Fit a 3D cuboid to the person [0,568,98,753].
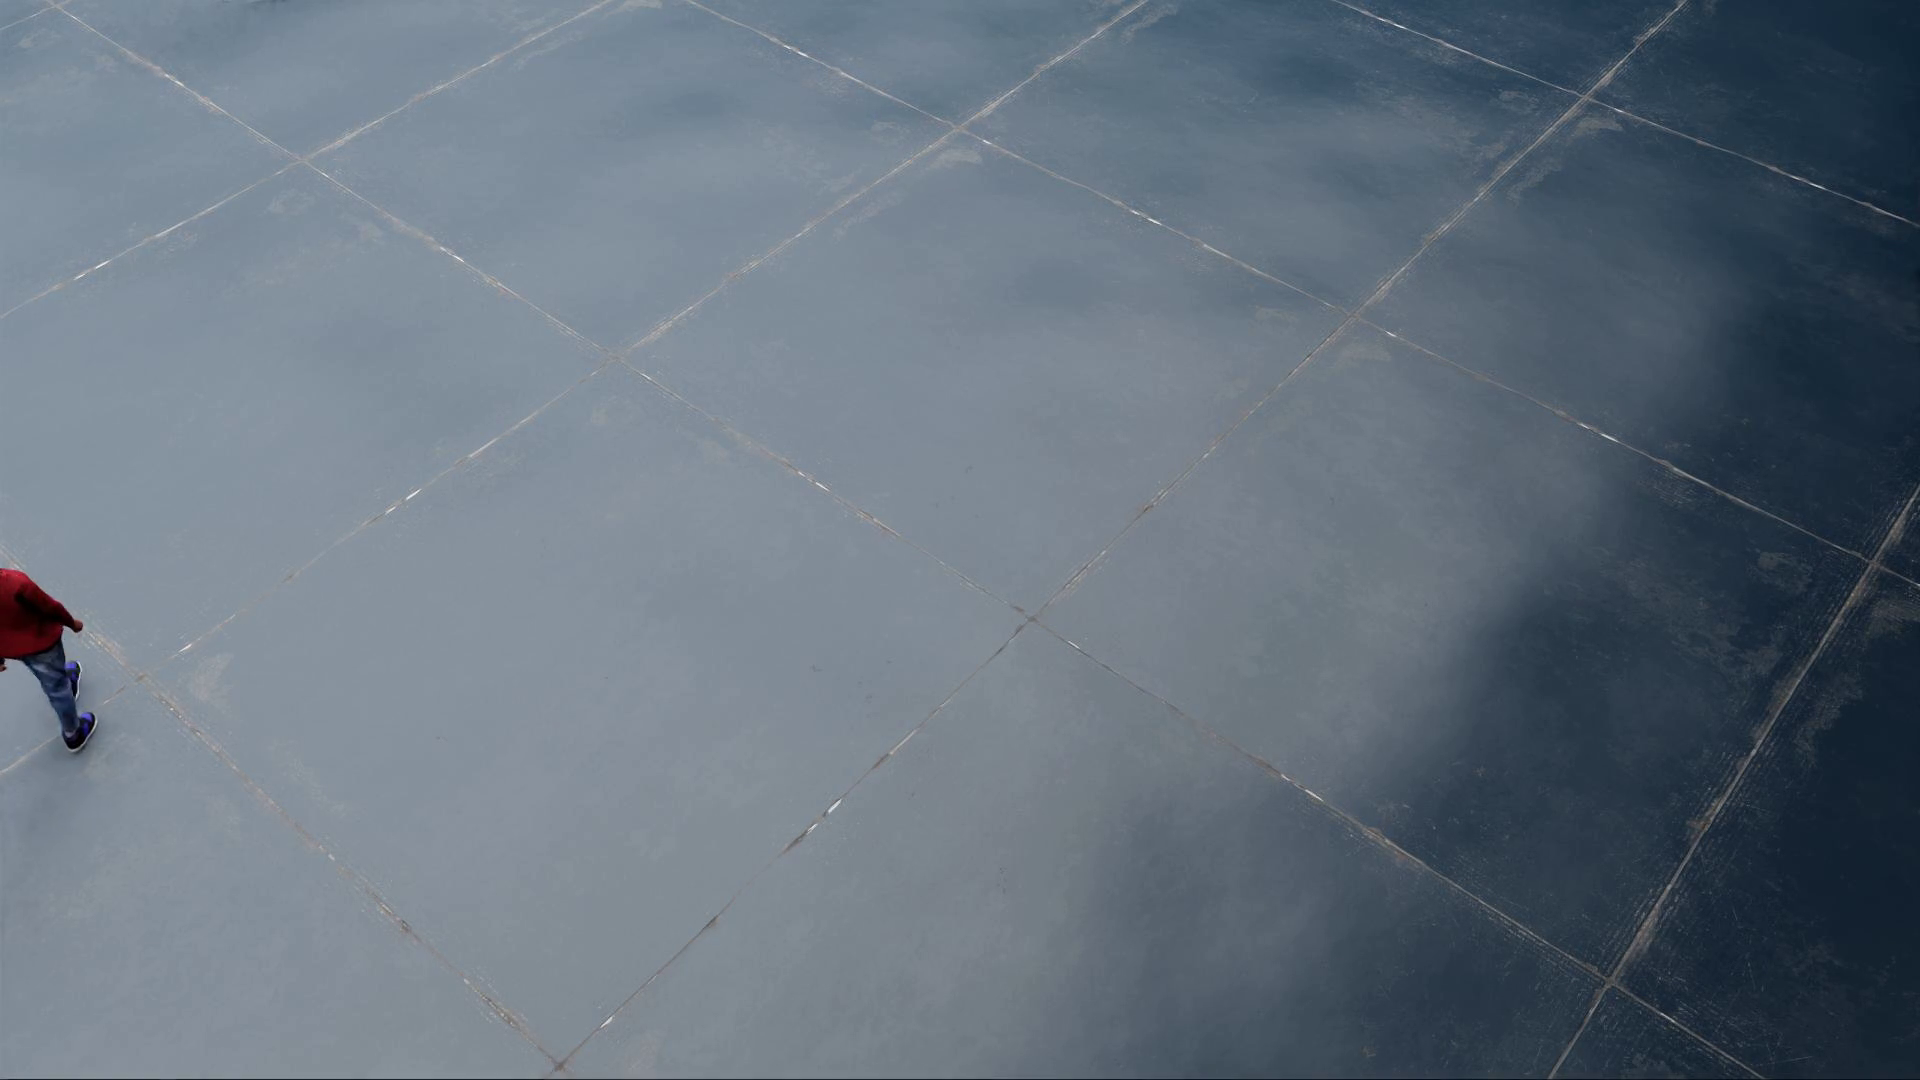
[{"bbox_3d":[-4.036,0.472,7.164,0.731,1.241,0.802,0,47,0],"label":"person"}]
